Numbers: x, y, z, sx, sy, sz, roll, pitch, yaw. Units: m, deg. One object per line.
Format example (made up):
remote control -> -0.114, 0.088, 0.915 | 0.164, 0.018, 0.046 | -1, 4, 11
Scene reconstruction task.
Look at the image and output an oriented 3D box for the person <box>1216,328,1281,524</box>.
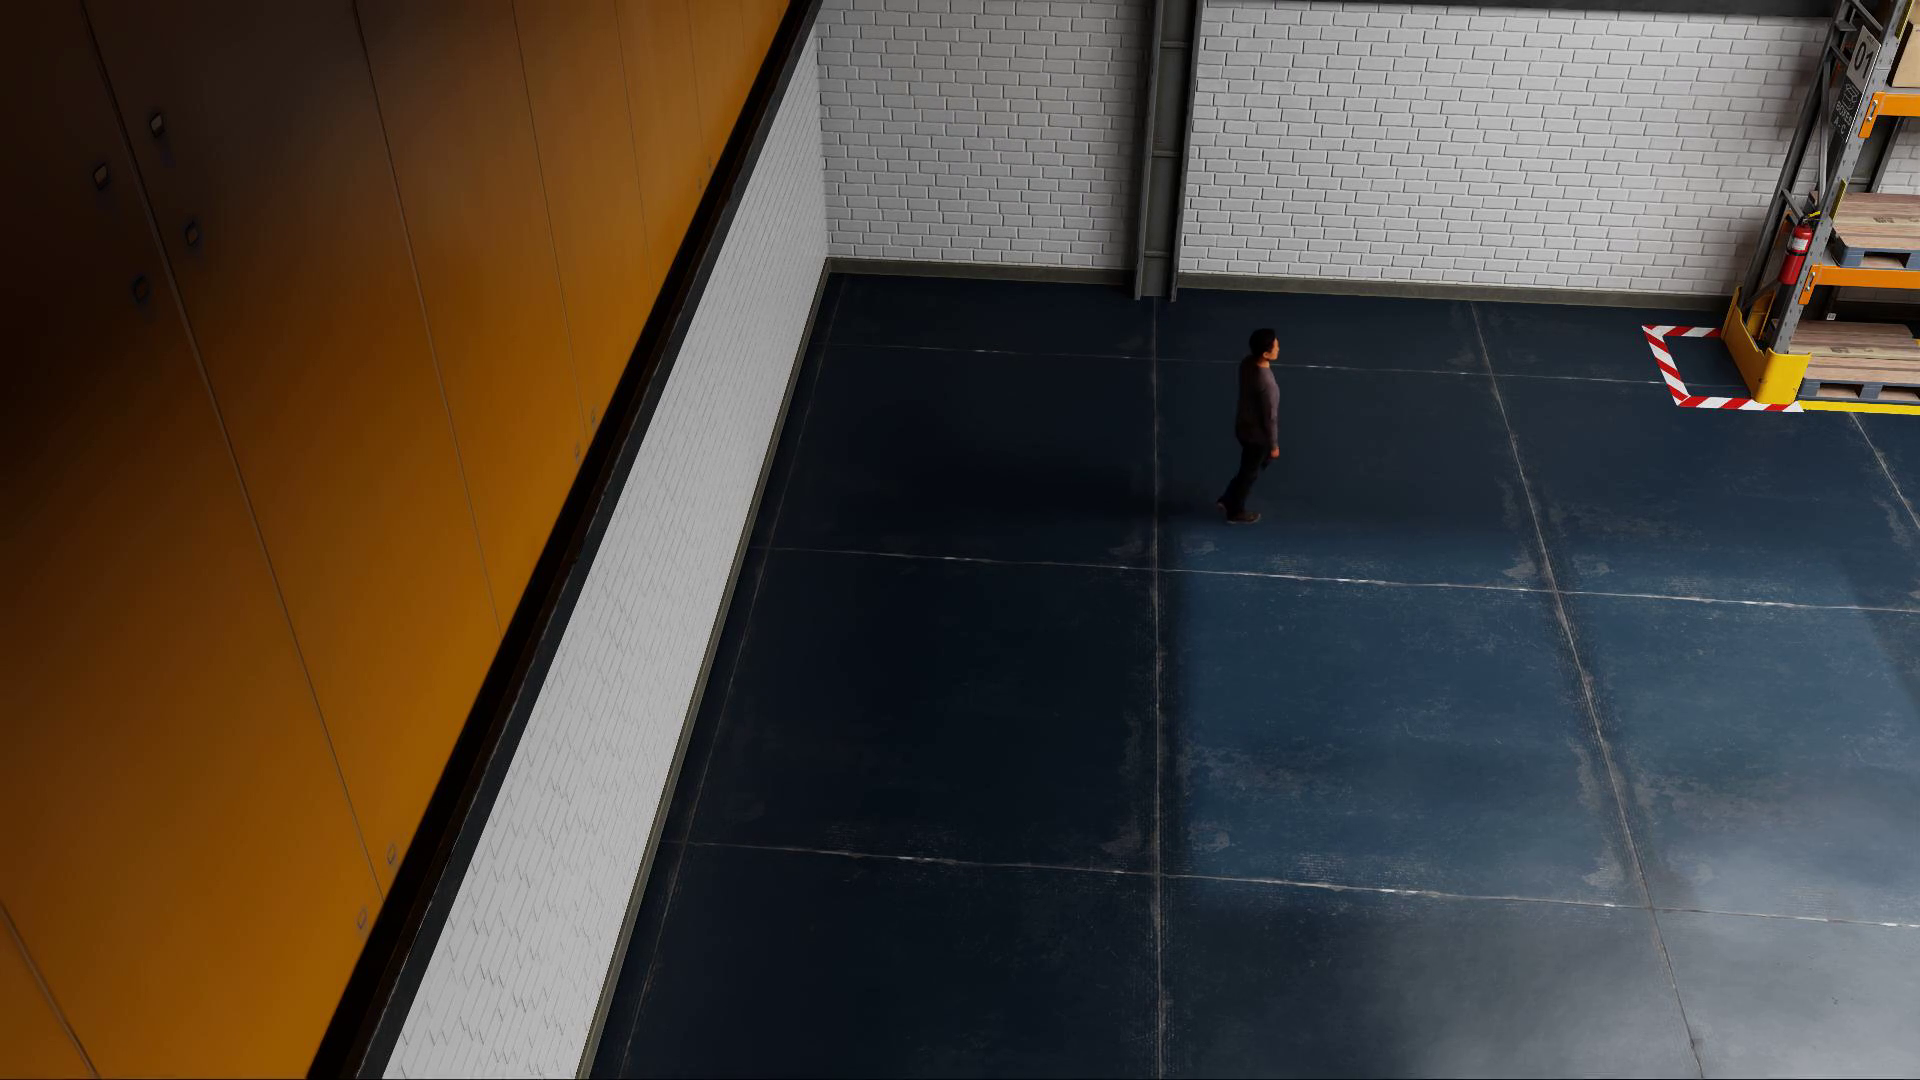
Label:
person -> 2.147, -0.826, 12.619 | 0.690, 1.756, 0.699 | -2, 39, -2
